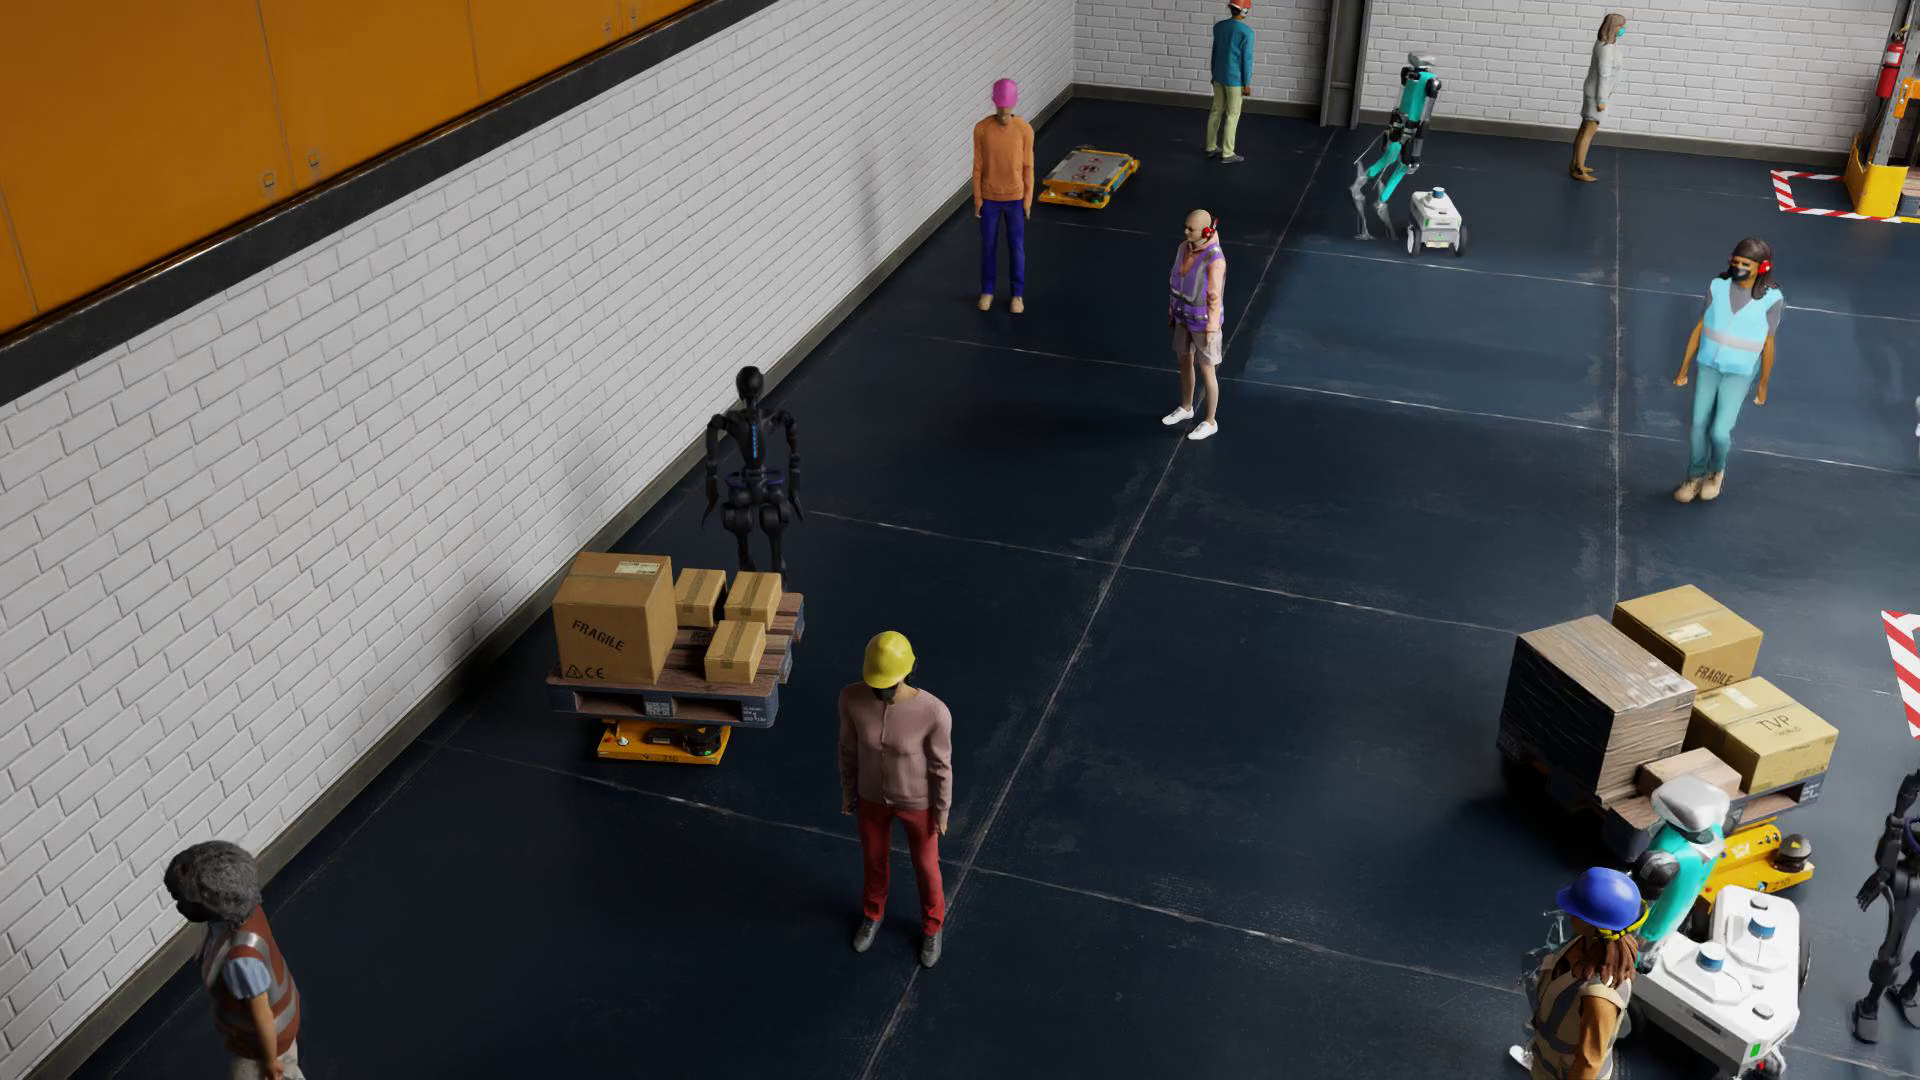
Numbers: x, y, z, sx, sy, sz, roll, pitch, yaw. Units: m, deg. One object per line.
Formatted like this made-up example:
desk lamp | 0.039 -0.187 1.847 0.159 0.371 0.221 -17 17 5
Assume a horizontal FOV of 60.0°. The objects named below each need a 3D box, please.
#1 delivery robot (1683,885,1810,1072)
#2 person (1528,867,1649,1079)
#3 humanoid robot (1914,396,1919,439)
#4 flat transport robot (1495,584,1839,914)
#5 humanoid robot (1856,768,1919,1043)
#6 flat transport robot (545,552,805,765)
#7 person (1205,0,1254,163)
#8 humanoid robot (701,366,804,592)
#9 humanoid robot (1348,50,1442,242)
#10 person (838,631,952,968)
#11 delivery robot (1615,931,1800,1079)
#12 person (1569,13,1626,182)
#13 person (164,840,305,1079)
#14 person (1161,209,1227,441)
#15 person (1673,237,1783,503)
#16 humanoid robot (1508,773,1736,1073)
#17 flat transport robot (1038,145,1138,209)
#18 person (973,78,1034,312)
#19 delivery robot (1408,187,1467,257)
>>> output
delivery robot | 3.409 1.840 7.183 0.499 0.565 0.745 13 33 21
person | 2.161 1.868 5.958 0.305 1.778 0.461 7 31 11
humanoid robot | 6.789 -1.272 11.326 0.530 1.709 0.976 24 38 35
flat transport robot | 3.519 1.295 8.422 0.659 0.231 1.431 -12 33 -19
humanoid robot | 4.079 1.393 6.871 0.602 1.653 0.349 6 31 10
flat transport robot | -1.527 0.750 9.350 0.659 0.231 1.431 3 31 5
person | 2.858 -4.871 17.464 0.378 1.739 0.578 -18 35 -28
humanoid robot | -1.196 -0.204 9.602 0.602 1.637 0.625 -6 31 -11
humanoid robot | 3.869 -3.540 15.215 0.820 1.787 0.530 -9 32 -16
person | -0.284 1.130 7.236 0.520 1.759 0.346 9 32 15
delivery robot | 3.100 1.952 7.039 0.499 0.612 0.814 -21 36 -32
person | 6.505 -4.507 16.916 0.341 1.659 0.487 7 31 12
person | -2.637 1.796 6.177 0.364 1.680 0.460 -11 32 -18
person | 1.681 -1.544 11.856 0.351 1.685 0.486 -18 35 -28
person | 5.004 -1.082 10.904 0.469 1.850 0.567 -25 39 -36
humanoid robot | 2.438 1.560 6.553 0.531 1.801 0.815 -23 37 -33
flat transport robot | 1.320 -3.694 16.910 0.659 0.231 1.431 10 32 17
person | 0.358 -2.851 13.797 0.510 1.978 0.406 3 31 6
delivery robot | 4.382 -2.947 15.353 0.499 0.590 0.761 1 30 2
